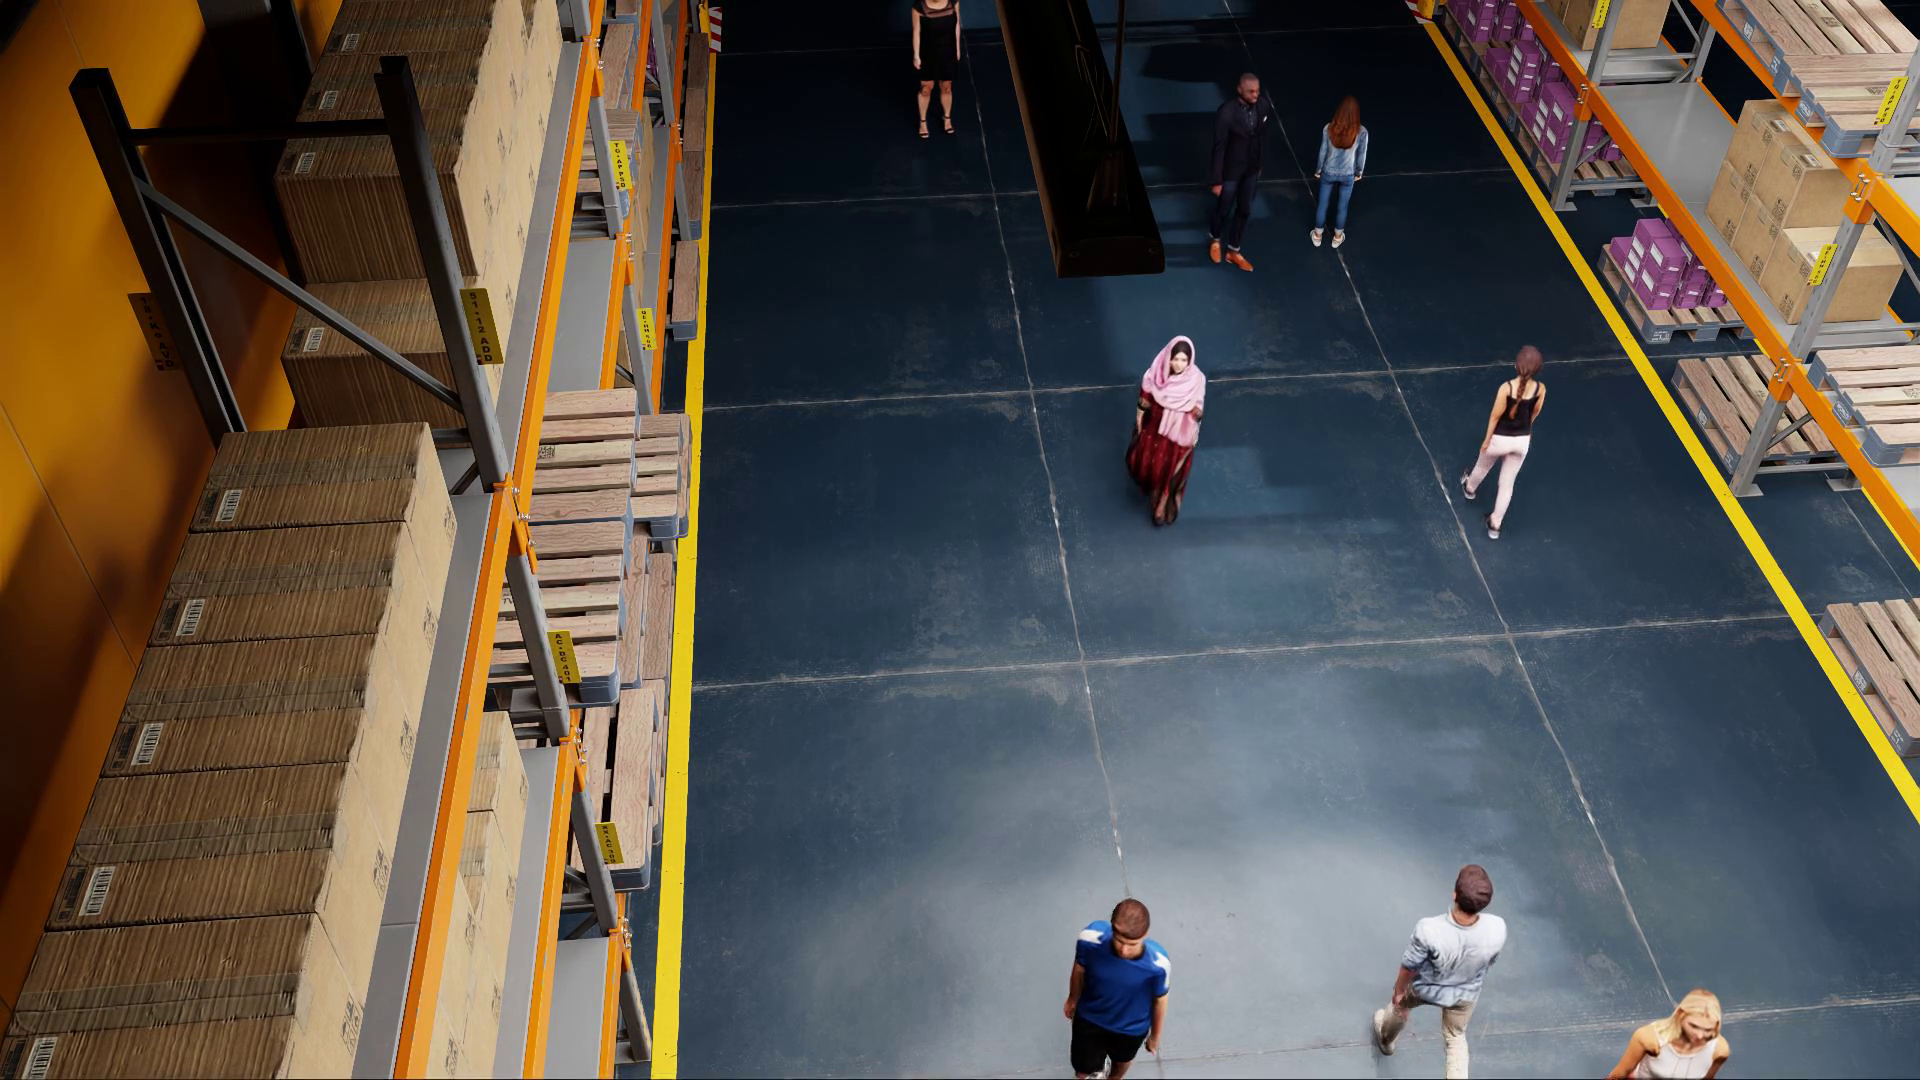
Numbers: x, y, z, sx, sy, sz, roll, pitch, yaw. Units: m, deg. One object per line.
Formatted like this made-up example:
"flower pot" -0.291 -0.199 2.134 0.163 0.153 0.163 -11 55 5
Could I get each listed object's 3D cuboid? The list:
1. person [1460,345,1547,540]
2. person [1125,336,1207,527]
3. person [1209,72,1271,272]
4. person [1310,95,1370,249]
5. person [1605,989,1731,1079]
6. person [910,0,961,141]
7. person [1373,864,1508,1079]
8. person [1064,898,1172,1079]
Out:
"person" 3.925 -0.657 11.890 0.595 1.533 0.923 1 44 1
"person" 1.490 -0.855 12.022 0.758 1.637 0.775 5 44 5
"person" 2.377 -3.219 14.380 0.871 1.807 0.891 -16 46 -16
"person" 3.334 -3.244 14.646 0.615 1.477 0.592 8 44 8
"person" 3.376 2.719 8.151 0.677 1.801 0.659 6 44 6
"person" -0.234 -4.651 15.952 0.700 1.712 0.686 -14 45 -14
"person" 2.499 2.351 8.519 0.728 1.827 1.091 1 44 1
"person" 0.816 2.335 8.514 0.783 1.857 0.794 11 45 11
